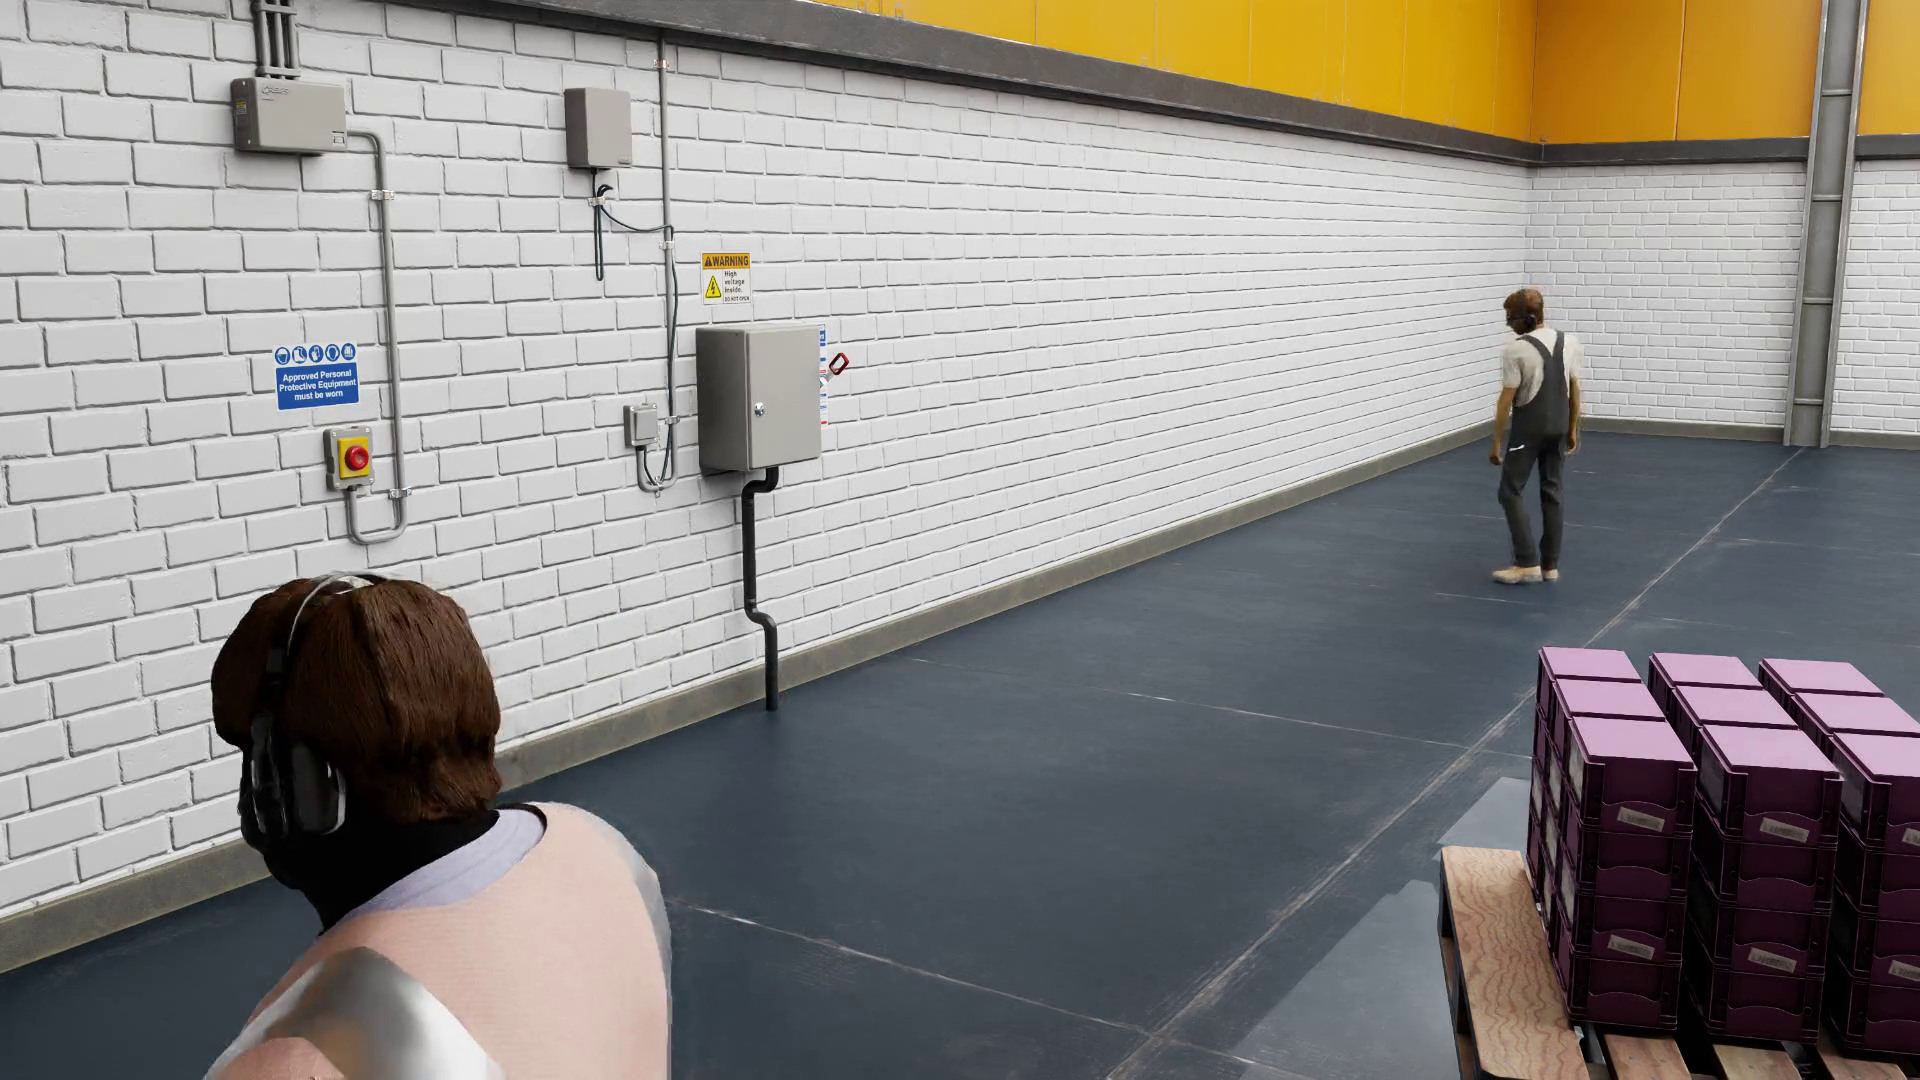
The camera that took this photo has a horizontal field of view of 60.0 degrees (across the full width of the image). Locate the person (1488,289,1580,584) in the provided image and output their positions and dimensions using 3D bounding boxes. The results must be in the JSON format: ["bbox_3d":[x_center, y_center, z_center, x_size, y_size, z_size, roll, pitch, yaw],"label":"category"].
[{"bbox_3d":[3.541,-0.614,10.148,0.606,1.813,0.390,-3,11,-18],"label":"person"}]

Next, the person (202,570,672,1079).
[{"bbox_3d":[-0.464,0.937,1.516,0.450,1.823,0.711,1,10,8],"label":"person"}]
